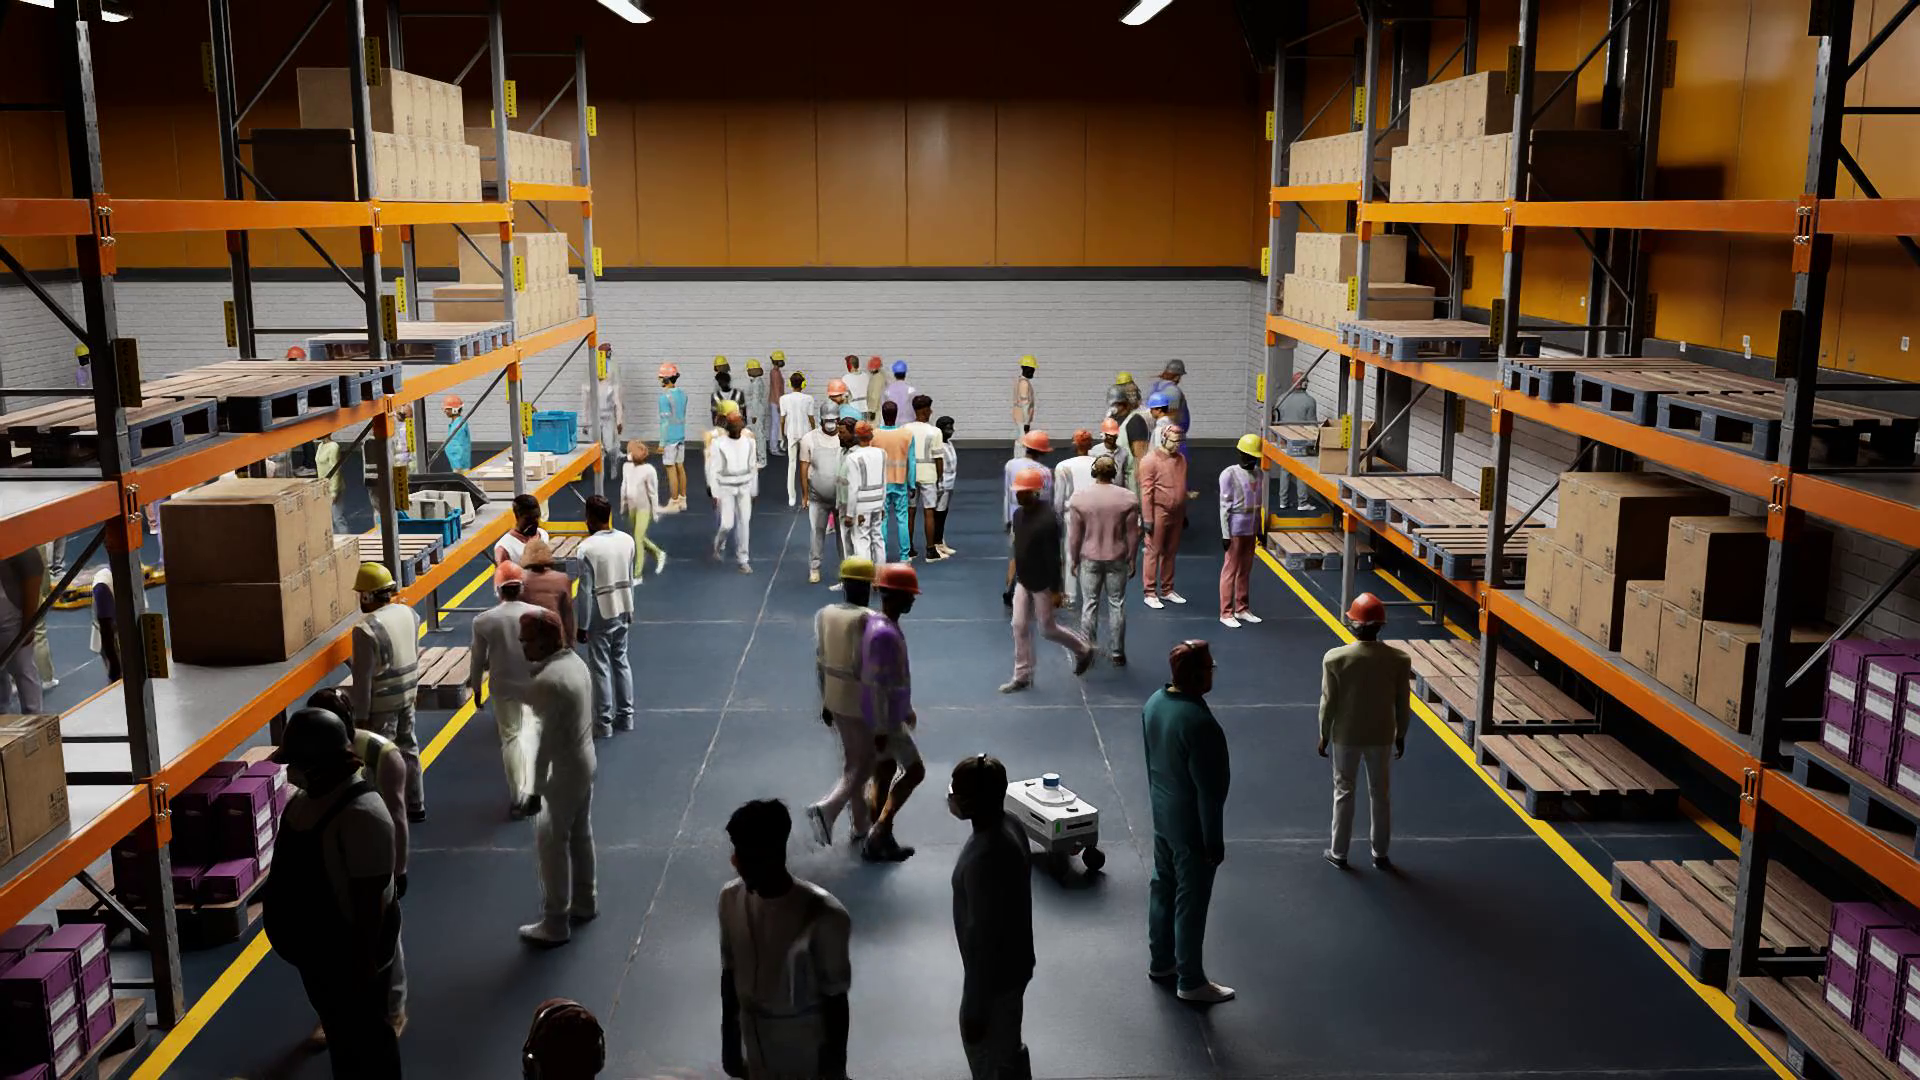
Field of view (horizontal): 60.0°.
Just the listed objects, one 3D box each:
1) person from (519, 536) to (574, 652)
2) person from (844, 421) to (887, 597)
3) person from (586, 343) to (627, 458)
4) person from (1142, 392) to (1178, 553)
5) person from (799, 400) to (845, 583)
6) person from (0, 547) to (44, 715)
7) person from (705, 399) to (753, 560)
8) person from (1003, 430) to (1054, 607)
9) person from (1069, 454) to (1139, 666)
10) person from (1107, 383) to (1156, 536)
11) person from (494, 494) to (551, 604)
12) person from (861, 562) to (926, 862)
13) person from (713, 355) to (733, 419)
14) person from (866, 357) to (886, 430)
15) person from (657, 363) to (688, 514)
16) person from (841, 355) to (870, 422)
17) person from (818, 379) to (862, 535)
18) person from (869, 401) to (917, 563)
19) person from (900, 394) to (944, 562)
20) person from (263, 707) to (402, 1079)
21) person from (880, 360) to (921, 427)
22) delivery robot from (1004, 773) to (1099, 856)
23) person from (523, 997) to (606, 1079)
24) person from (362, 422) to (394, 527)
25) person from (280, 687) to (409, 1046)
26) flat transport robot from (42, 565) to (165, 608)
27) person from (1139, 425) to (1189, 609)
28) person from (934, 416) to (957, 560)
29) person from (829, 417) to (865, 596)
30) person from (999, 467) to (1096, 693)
[{"bbox_3d":[-3.199,0.785,12.766,0.513,1.614,0.549,-5,12,-22],"label":"person"},{"bbox_3d":[-1.001,-0.330,17.687,0.358,1.881,0.574,9,15,39],"label":"person"},{"bbox_3d":[-5.827,-2.301,27.505,0.638,1.910,0.407,4,12,18],"label":"person"},{"bbox_3d":[2.405,-0.799,19.909,0.416,1.934,0.626,3,12,15],"label":"person"},{"bbox_3d":[-1.409,-0.532,18.302,0.688,2.000,0.536,-2,11,-10],"label":"person"},{"bbox_3d":[-7.342,0.594,12.652,0.674,2.000,0.535,4,12,20],"label":"person"},{"bbox_3d":[-2.765,-0.754,19.837,0.597,1.892,0.946,-4,12,-20],"label":"person"},{"bbox_3d":[0.715,-0.206,17.044,0.577,1.889,0.566,7,13,30],"label":"person"},{"bbox_3d":[1.290,0.185,14.962,0.631,1.940,0.369,1,11,4],"label":"person"},{"bbox_3d":[2.148,-1.010,20.953,0.629,1.939,0.372,1,11,6],"label":"person"},{"bbox_3d":[-3.417,0.570,13.129,0.414,1.907,0.594,4,12,20],"label":"person"},{"bbox_3d":[-0.419,1.089,10.492,0.425,1.915,0.558,-1,11,-5],"label":"person"},{"bbox_3d":[-3.883,-2.157,27.222,0.324,1.737,0.485,-8,14,-35],"label":"person"},{"bbox_3d":[-1.355,-2.169,27.359,0.342,1.706,0.645,0,11,1],"label":"person"},{"bbox_3d":[-3.917,-1.376,22.525,0.370,2.044,0.608,4,12,18],"label":"person"},{"bbox_3d":[-1.641,-1.973,26.019,0.389,1.845,0.567,10,15,40],"label":"person"},{"bbox_3d":[-1.523,-1.036,20.948,0.623,1.989,0.400,4,12,21],"label":"person"},{"bbox_3d":[-0.796,-0.648,19.184,0.592,1.922,0.392,0,11,-2],"label":"person"},{"bbox_3d":[-0.460,-0.722,19.444,0.609,1.963,0.367,5,12,24],"label":"person"},{"bbox_3d":[-2.717,1.687,7.172,0.684,2.000,0.536,10,15,42],"label":"person"},{"bbox_3d":[-0.845,-1.637,24.103,0.632,1.931,0.434,2,11,11],"label":"person"},{"bbox_3d":[0.573,1.720,10.510,0.477,0.478,0.707,-6,13,-27],"label":"delivery robot"},{"bbox_3d":[-1.112,2.236,4.806,0.647,1.895,0.403,-10,15,-42],"label":"person"},{"bbox_3d":[-6.947,-0.658,19.965,0.559,1.621,0.401,7,13,31],"label":"person"},{"bbox_3d":[-3.009,1.599,8.161,0.625,1.832,0.434,0,11,1],"label":"person"},{"bbox_3d":[-9.232,0.466,17.751,0.652,0.197,1.431,3,12,16],"label":"flat transport robot"},{"bbox_3d":[2.146,-0.251,17.244,0.639,1.903,0.407,-10,15,-41],"label":"person"},{"bbox_3d":[-0.200,-0.627,19.633,0.320,1.698,0.537,3,12,17],"label":"person"},{"bbox_3d":[-1.149,-0.366,17.773,0.384,1.918,0.596,-7,13,-33],"label":"person"},{"bbox_3d":[0.748,0.328,14.197,0.816,1.968,0.629,-7,13,-31],"label":"person"}]
